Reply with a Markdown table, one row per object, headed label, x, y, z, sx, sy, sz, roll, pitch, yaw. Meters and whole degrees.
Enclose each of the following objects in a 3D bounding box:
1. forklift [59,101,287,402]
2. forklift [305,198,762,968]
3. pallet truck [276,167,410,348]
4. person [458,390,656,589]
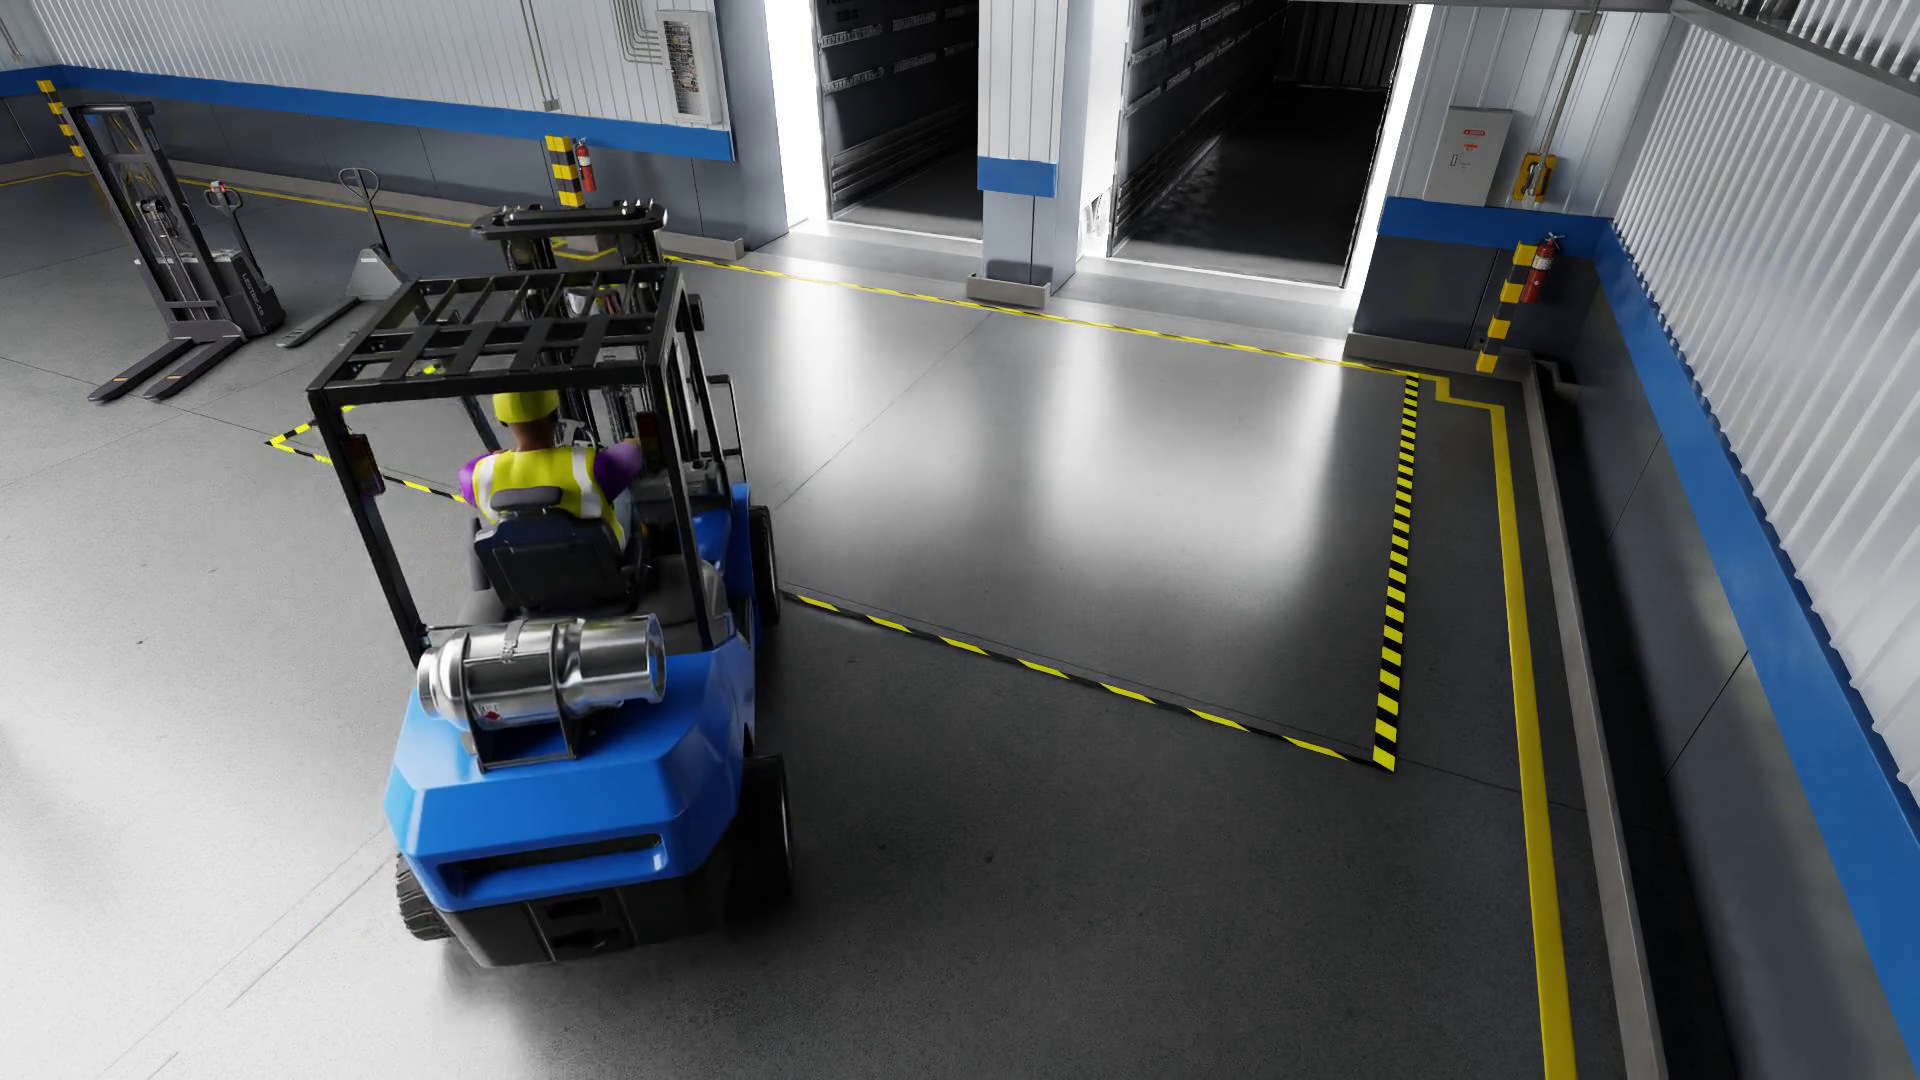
| label | x | y | z | sx | sy | sz | roll | pitch | yaw |
| --- | --- | --- | --- | --- | --- | --- | --- | --- | --- |
| forklift | -6.686 | -2.387 | 7.434 | 0.823 | 1.965 | 1.885 | -3 | 35 | -5 |
| forklift | -1.519 | -0.038 | 3.764 | 1.157 | 2.036 | 2.680 | -6 | 35 | -8 |
| pallet truck | -5.732 | -2.611 | 8.414 | 0.680 | 1.201 | 1.601 | -1 | 35 | -1 |
| person | -1.522 | -0.226 | 3.706 | 0.635 | 1.294 | 1.004 | -6 | 35 | -8 |
